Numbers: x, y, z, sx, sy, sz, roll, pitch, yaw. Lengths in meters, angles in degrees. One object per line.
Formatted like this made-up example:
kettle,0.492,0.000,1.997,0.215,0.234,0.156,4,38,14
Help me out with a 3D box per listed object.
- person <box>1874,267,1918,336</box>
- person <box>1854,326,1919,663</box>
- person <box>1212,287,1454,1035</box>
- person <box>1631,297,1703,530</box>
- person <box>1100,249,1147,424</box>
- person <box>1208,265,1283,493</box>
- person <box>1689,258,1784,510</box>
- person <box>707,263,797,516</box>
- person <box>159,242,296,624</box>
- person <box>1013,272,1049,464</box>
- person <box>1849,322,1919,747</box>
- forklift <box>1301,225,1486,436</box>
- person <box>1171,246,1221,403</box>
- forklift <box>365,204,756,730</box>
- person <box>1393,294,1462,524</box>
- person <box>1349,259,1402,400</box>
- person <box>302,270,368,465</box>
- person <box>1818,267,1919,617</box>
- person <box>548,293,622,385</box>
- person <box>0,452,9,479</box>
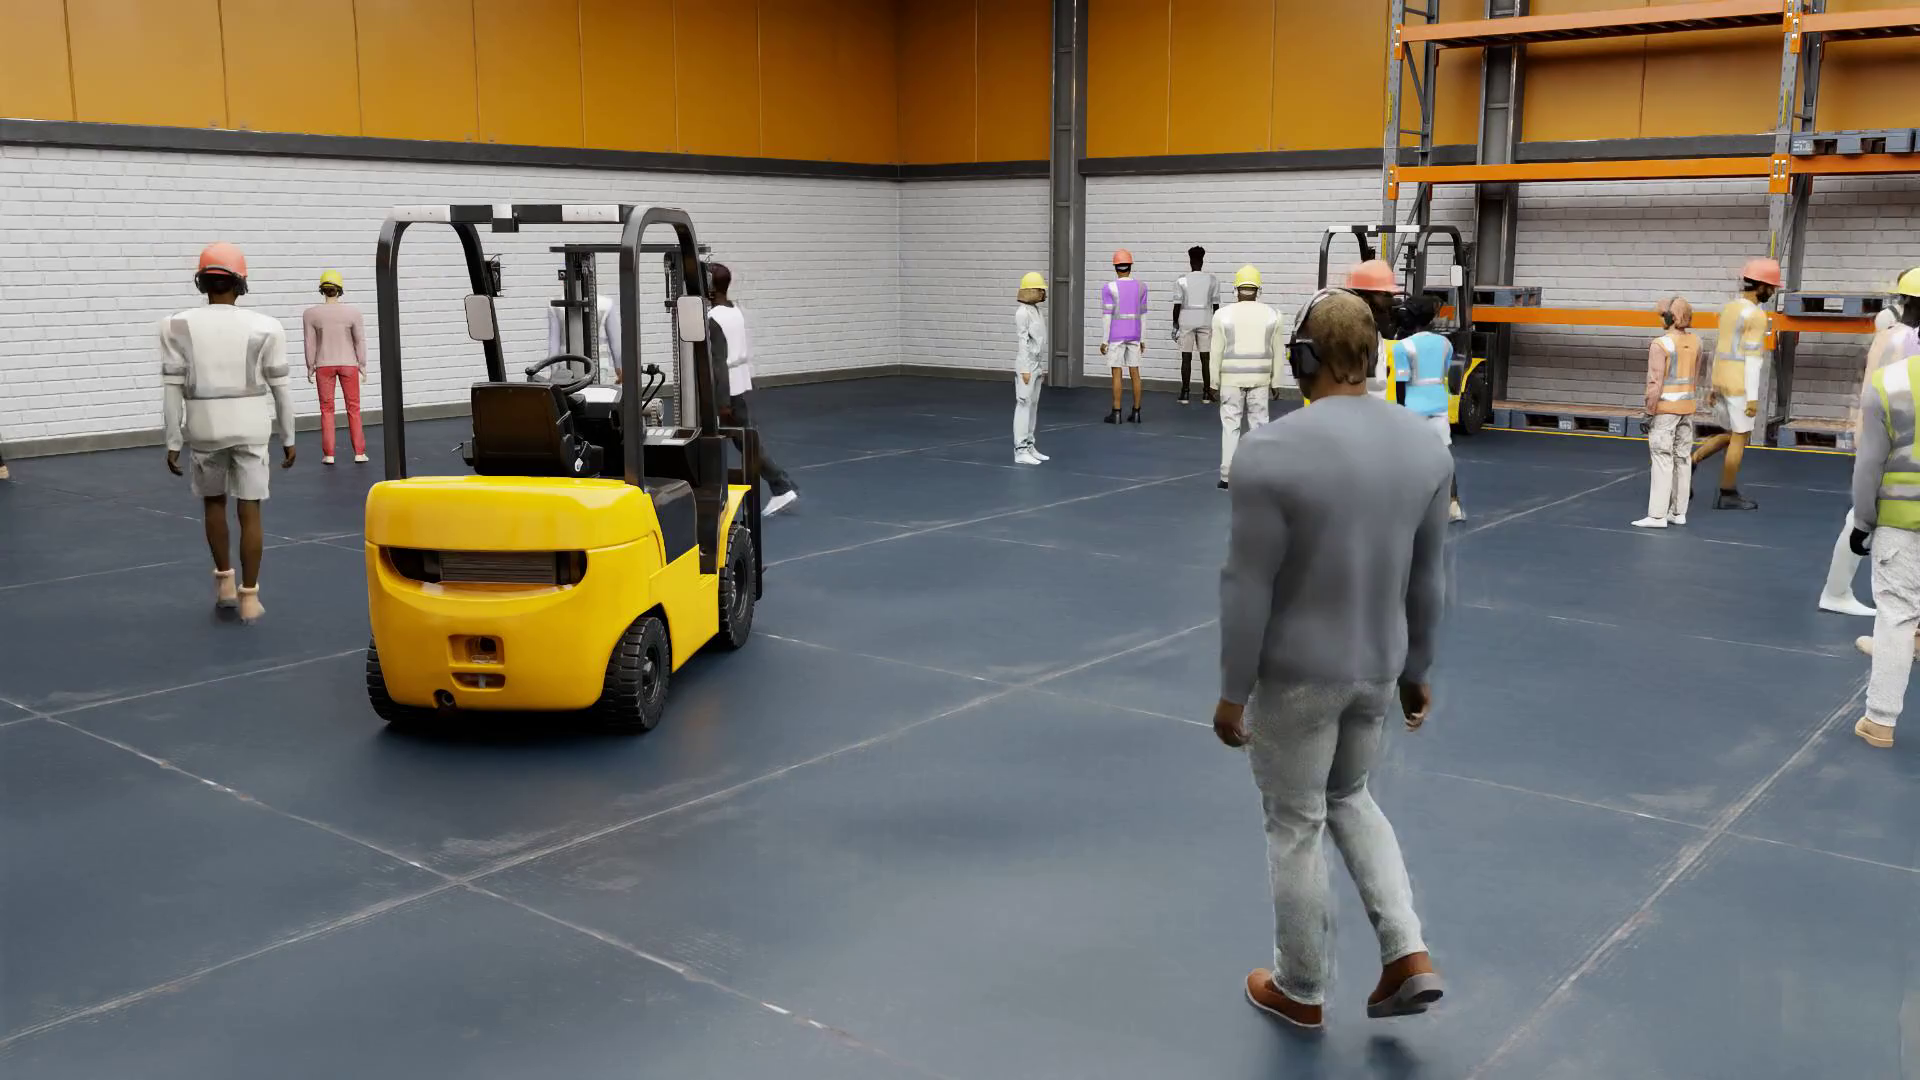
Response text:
person,7.050,-1.120,12.477,0.529,1.827,0.476,-3,11,-17
person,4.715,-0.370,7.858,0.668,2.010,0.655,-3,11,-17
person,0.933,0.339,4.159,0.629,1.925,0.479,-5,11,-26
person,5.015,-0.891,11.751,0.511,1.639,0.308,-6,12,-32
person,1.805,-2.253,18.478,0.547,1.934,0.376,-4,11,-19
person,2.294,-1.288,13.411,0.602,1.830,0.404,-1,10,-4
person,5.772,-1.150,12.469,0.627,1.905,0.559,0,10,2
person,-1.698,-1.096,12.237,0.993,1.881,0.597,2,10,12
person,-3.900,-0.573,8.925,0.635,2.018,0.638,-3,11,-17
person,0.667,-1.570,15.236,0.310,1.746,0.494,3,11,19
person,3.885,-0.065,6.631,0.619,1.838,0.430,4,11,21
forklift,4.449,-2.115,16.993,1.214,2.155,2.313,8,13,38
person,2.944,-2.685,20.783,0.612,1.962,0.361,-1,10,-3
forklift,-1.766,-0.406,7.525,1.214,2.155,2.313,1,10,7
person,3.352,-0.951,12.050,0.534,1.653,0.887,-4,11,-21
person,2.416,-0.712,9.972,0.427,1.918,0.562,5,11,24
person,-5.674,-1.565,15.130,0.528,1.767,0.330,-3,11,-18
person,5.118,-0.501,8.904,0.884,1.891,0.613,4,11,20
person,-3.295,-1.533,14.577,0.609,1.914,0.932,0,10,-1
person,-8.518,-1.462,13.802,0.696,2.000,1.012,9,14,42
